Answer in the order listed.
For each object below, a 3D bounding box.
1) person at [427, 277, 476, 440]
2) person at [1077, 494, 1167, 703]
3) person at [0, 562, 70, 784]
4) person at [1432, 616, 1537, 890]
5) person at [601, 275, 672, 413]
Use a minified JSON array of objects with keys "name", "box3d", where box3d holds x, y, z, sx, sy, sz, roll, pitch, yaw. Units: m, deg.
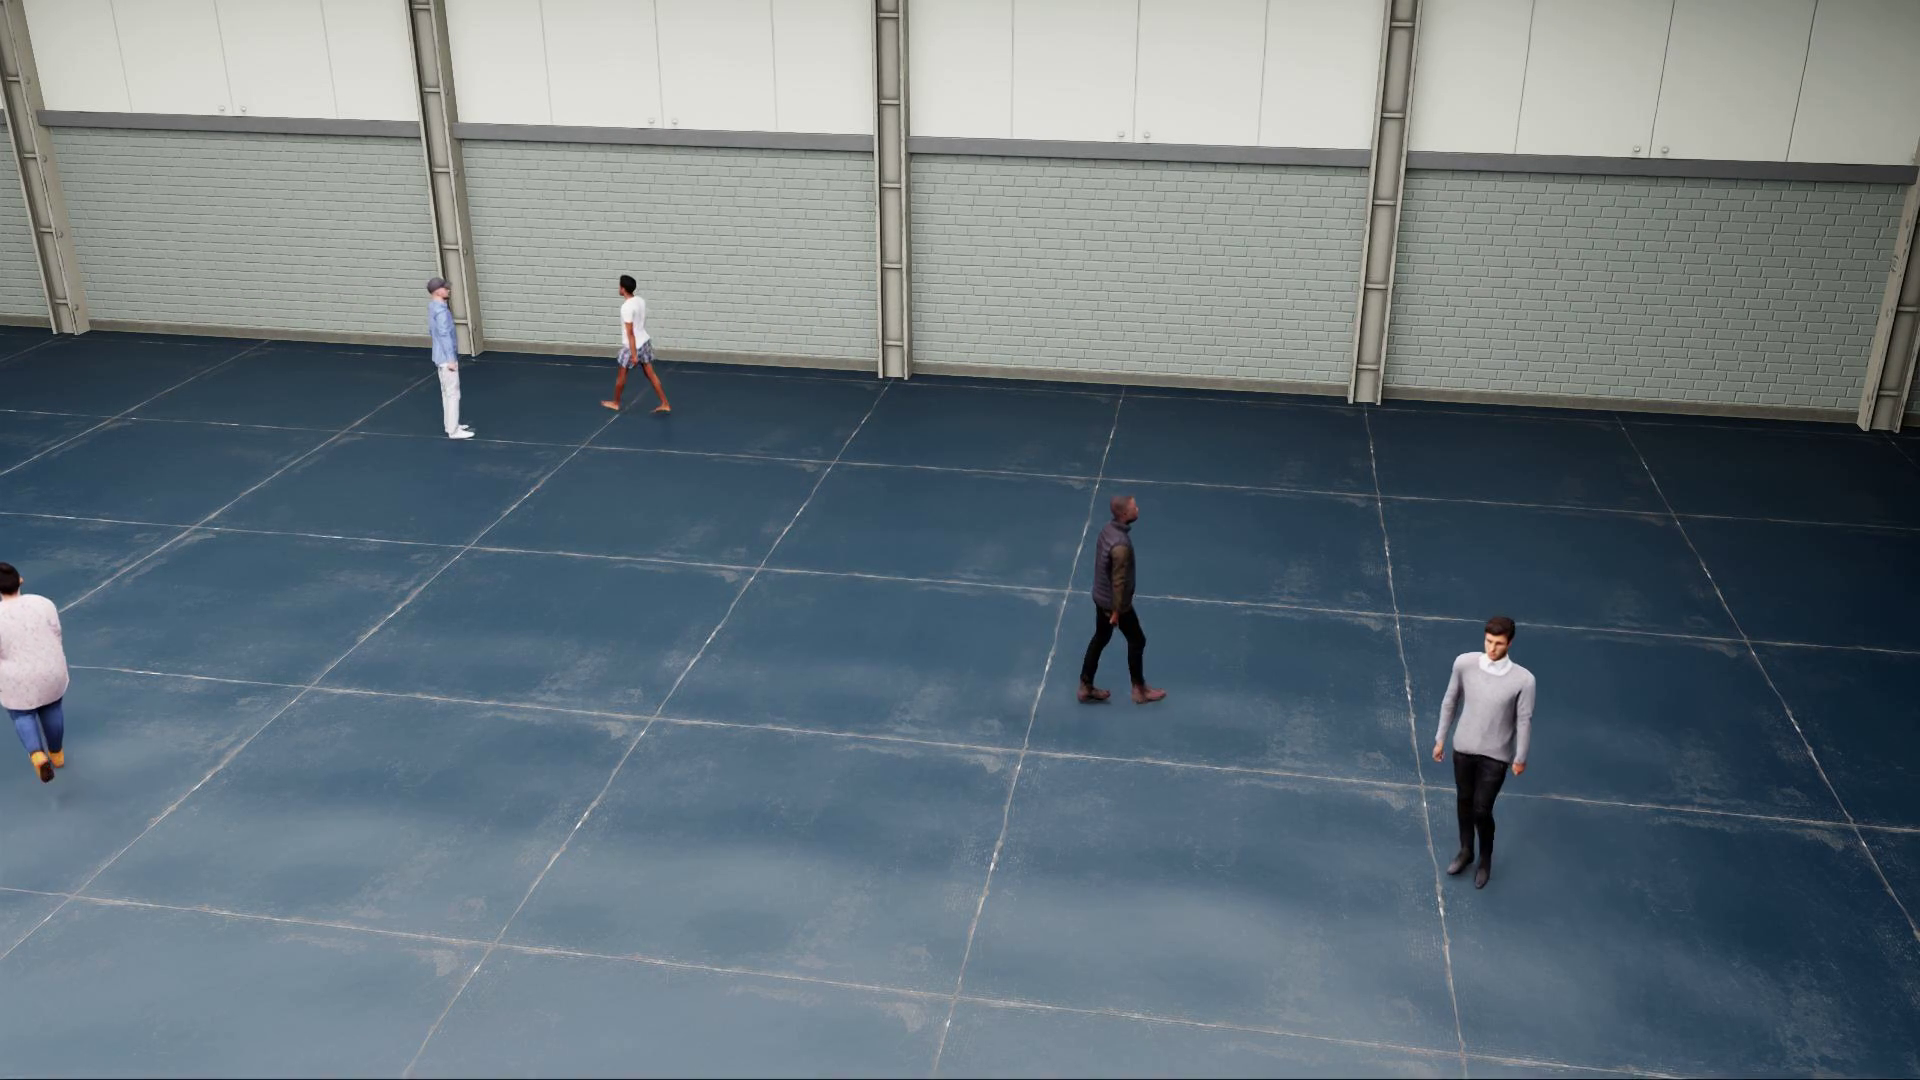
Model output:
[{"name":"person","box3d":[-5.959,-2.123,19.289,0.764,1.887,0.736,-12,26,-25]},{"name":"person","box3d":[1.142,0.495,13.236,1.055,1.806,0.899,-4,23,-10]},{"name":"person","box3d":[-6.813,0.980,12.195,0.992,1.727,1.057,-16,28,-33]},{"name":"person","box3d":[3.524,1.347,11.097,0.808,1.912,0.912,20,30,39]},{"name":"person","box3d":[-3.811,-2.297,19.962,1.186,1.680,0.791,8,24,19]}]
